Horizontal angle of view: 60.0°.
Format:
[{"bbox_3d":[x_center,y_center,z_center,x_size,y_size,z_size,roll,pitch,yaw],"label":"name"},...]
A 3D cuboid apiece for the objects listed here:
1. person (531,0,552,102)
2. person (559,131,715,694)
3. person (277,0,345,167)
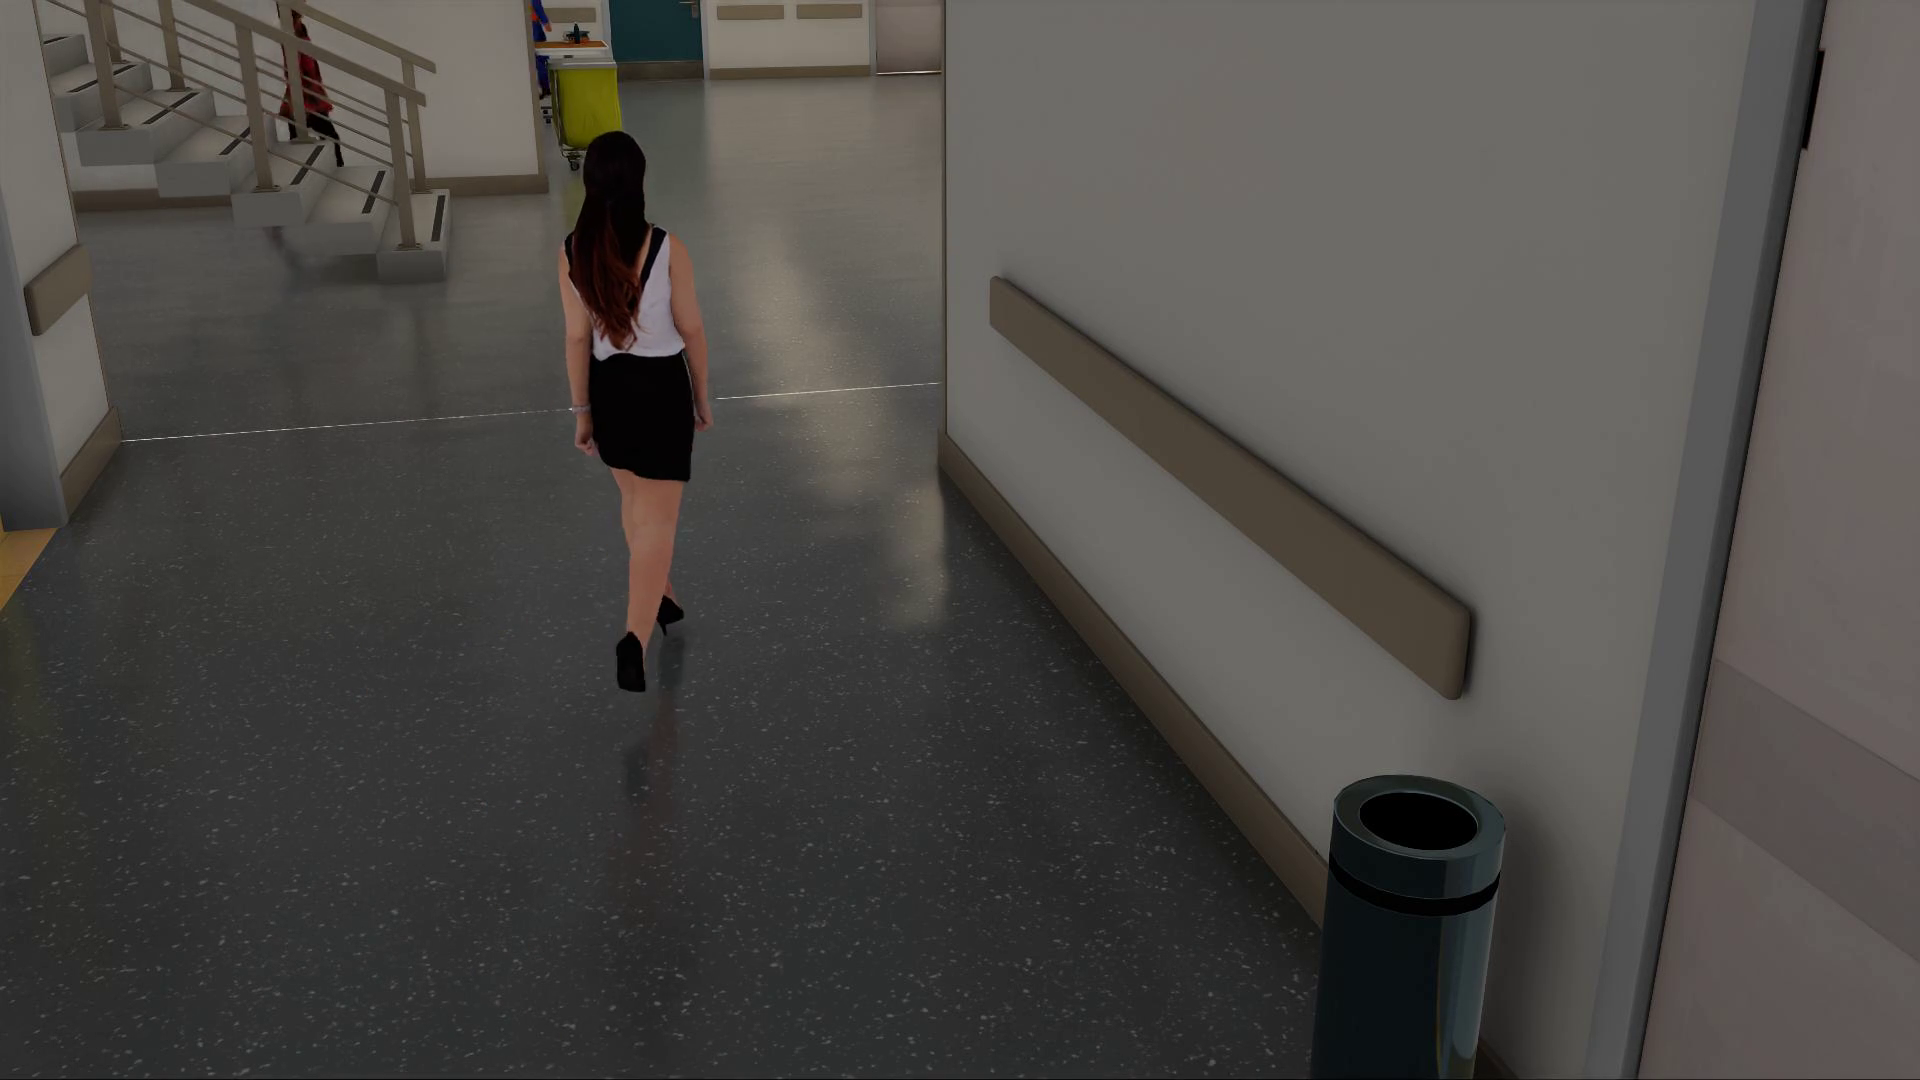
[{"bbox_3d":[-5.329,-6.286,20.275,0.900,1.849,0.794,-10,23,-25],"label":"person"},{"bbox_3d":[-0.944,-0.322,4.863,1.080,1.612,0.825,1,21,1],"label":"person"},{"bbox_3d":[-5.098,-3.329,12.724,1.074,1.667,0.651,-7,22,-18],"label":"person"}]
